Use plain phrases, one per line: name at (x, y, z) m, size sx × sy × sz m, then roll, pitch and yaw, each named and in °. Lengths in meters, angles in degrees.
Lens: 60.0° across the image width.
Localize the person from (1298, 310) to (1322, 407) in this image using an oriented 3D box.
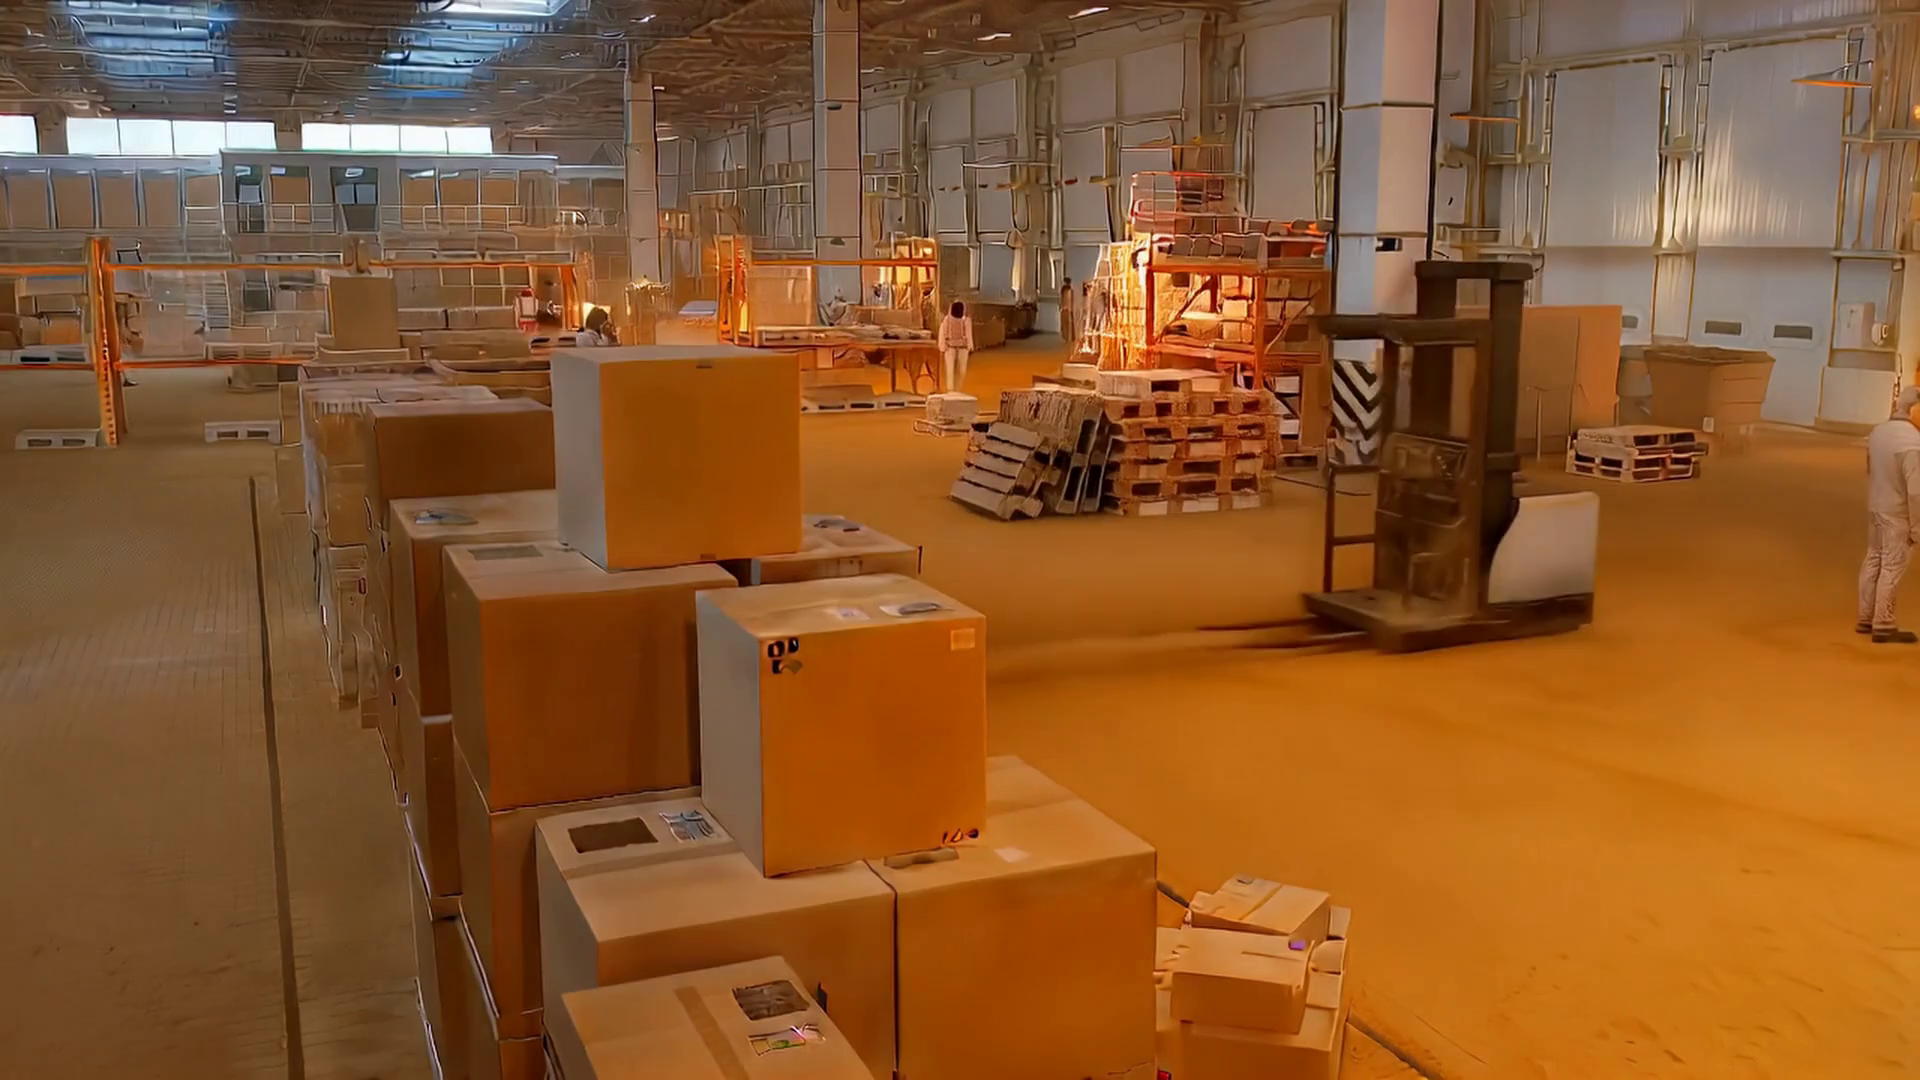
person at (5.449, -2.672, 26.152) m, size 0.899 × 1.896 × 0.592 m, roll 6°, pitch 12°, yaw 30°

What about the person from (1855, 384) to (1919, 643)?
person at (6.962, -0.194, 12.387) m, size 0.377 × 1.931 × 0.636 m, roll 0°, pitch 10°, yaw 0°

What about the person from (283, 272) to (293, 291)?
person at (-23.113, -8.253, 57.043) m, size 0.990 × 1.836 × 0.597 m, roll -1°, pitch 10°, yaw -7°

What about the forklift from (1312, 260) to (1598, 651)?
forklift at (3.823, -0.712, 12.611) m, size 1.873 × 2.768 × 1.129 m, roll -4°, pitch 11°, yaw -23°

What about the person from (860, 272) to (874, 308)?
person at (-3.440, -8.903, 60.797) m, size 0.647 × 1.792 × 0.965 m, roll 1°, pitch 10°, yaw 6°

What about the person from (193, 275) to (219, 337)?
person at (-22.994, -7.053, 50.270) m, size 0.964 × 1.886 × 0.573 m, roll 1°, pitch 10°, yaw 5°

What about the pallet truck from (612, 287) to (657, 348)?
pallet truck at (-6.464, -4.406, 35.401) m, size 0.823 × 1.965 × 1.885 m, roll 6°, pitch 12°, yaw 32°

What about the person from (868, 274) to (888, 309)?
person at (-2.445, -6.948, 49.579) m, size 0.603 × 1.938 × 0.402 m, roll 3°, pitch 11°, yaw 15°

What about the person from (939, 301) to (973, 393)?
person at (-0.094, -3.598, 31.432) m, size 0.687 × 1.821 × 0.431 m, roll -2°, pitch 11°, yaw -13°

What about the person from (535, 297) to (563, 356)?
person at (-7.553, -3.536, 30.815) m, size 0.447 × 1.923 × 0.643 m, roll 8°, pitch 13°, yaw 38°

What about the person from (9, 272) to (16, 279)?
person at (-33.069, -8.467, 58.258) m, size 0.803 × 1.817 × 0.538 m, roll 4°, pitch 11°, yaw 22°

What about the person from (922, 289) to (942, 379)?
person at (-0.593, -4.407, 35.599) m, size 0.379 × 1.928 × 0.585 m, roll 6°, pitch 12°, yaw 30°

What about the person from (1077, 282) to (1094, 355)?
person at (3.250, -5.733, 43.079) m, size 0.328 × 1.868 × 0.509 m, roll -7°, pitch 13°, yaw -36°

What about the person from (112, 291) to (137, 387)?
person at (-17.016, -4.078, 33.777) m, size 0.376 × 1.933 × 0.544 m, roll -9°, pitch 13°, yaw -40°

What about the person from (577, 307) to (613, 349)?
person at (-5.118, -2.305, 23.704) m, size 0.538 × 2.000 × 0.690 m, roll 2°, pitch 11°, yaw 13°

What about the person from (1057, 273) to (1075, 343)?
person at (3.072, -6.694, 48.016) m, size 0.379 × 1.996 × 0.611 m, roll -6°, pitch 12°, yaw -29°

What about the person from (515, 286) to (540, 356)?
person at (-10.247, -5.083, 39.449) m, size 0.574 × 1.885 × 0.355 m, roll -5°, pitch 11°, yaw -24°
